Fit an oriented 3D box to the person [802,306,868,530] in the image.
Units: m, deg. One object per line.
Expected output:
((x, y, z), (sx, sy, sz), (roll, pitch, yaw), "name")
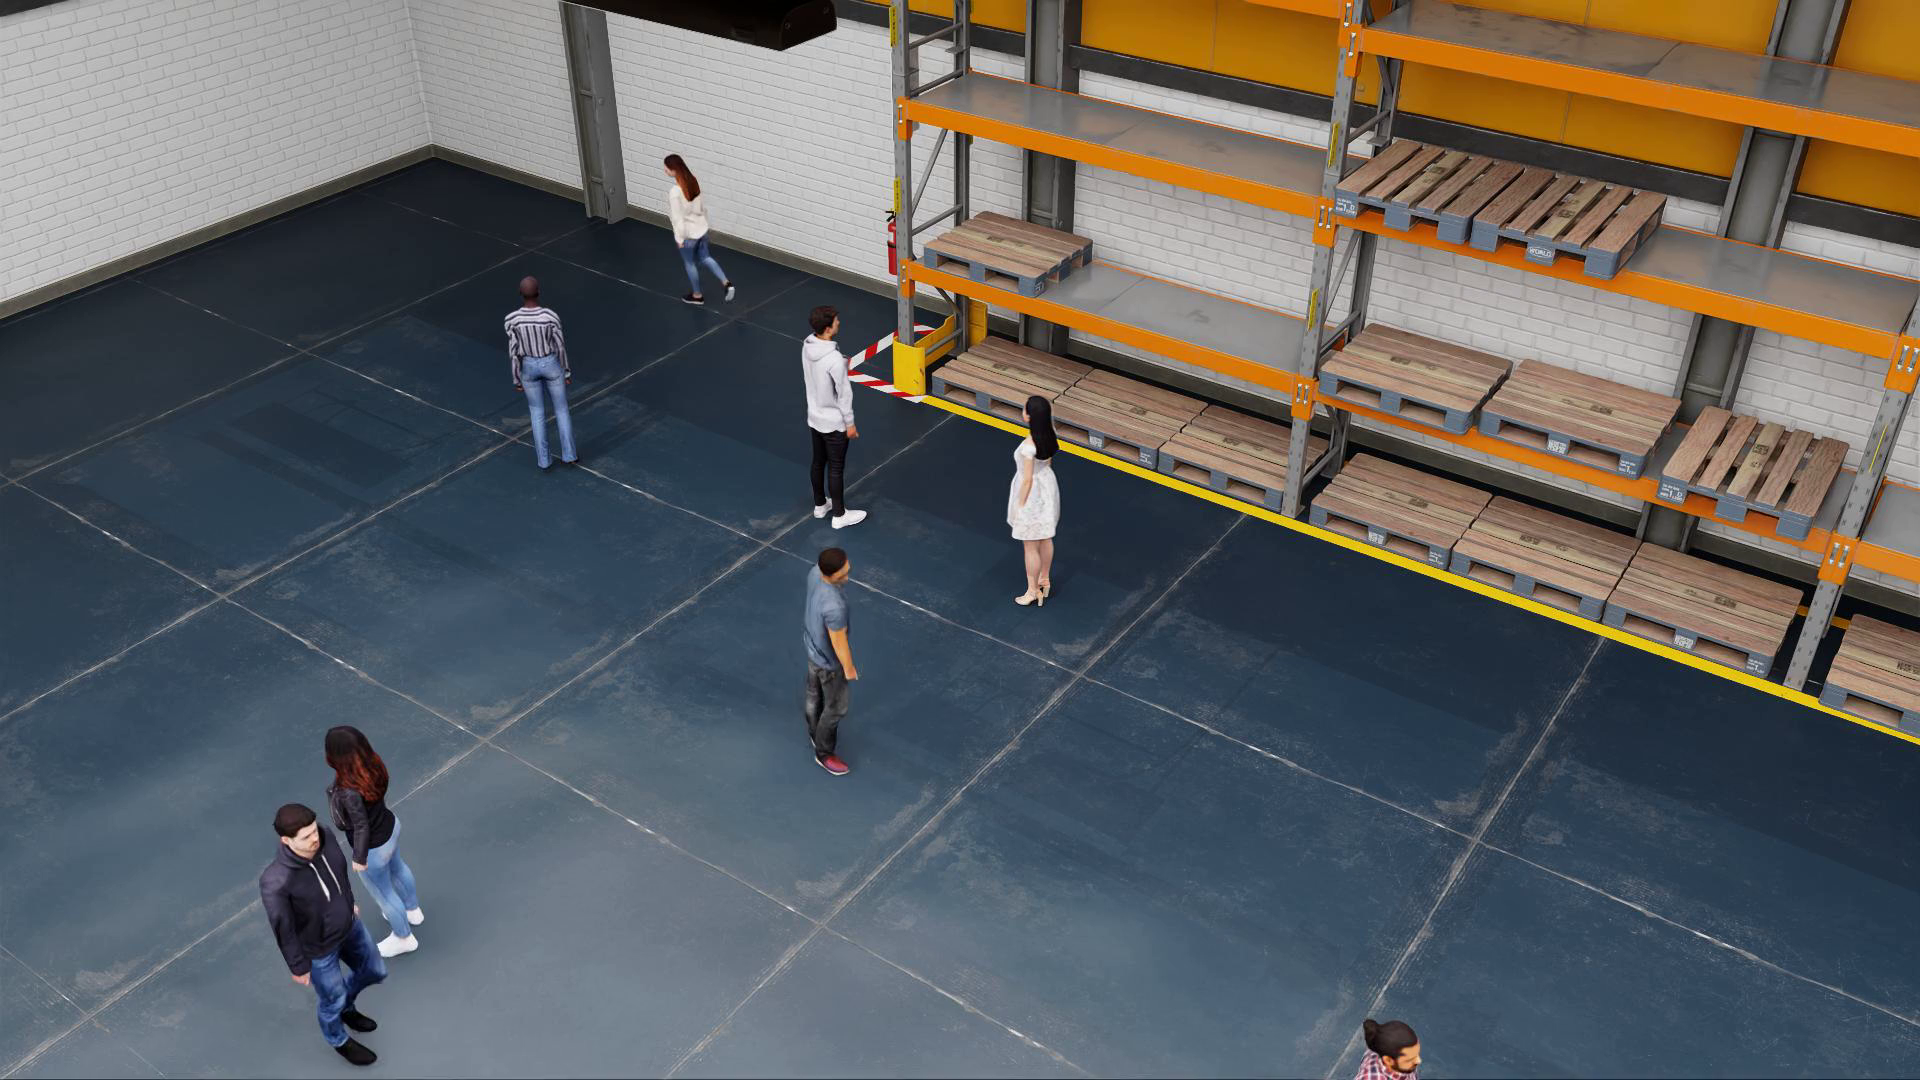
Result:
((-1.068, -0.999, 13.410), (0.792, 1.930, 0.611), (-27, 42, -34), "person")

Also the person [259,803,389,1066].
((-3.451, 2.069, 8.844), (0.761, 1.874, 0.772), (12, 35, 17), "person")

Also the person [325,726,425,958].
((-3.386, 1.714, 9.595), (0.760, 1.634, 0.732), (-1, 34, -1), "person")

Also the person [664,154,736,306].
((-2.643, -3.081, 16.783), (0.913, 1.663, 0.712), (21, 39, 29), "person")

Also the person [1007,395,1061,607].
((0.558, -0.287, 12.488), (0.628, 1.764, 0.648), (19, 38, 26), "person")

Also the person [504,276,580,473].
((-3.549, -1.399, 14.134), (0.708, 1.794, 0.762), (-6, 34, -10), "person")

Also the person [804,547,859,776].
((-0.924, 0.704, 10.996), (0.904, 1.766, 0.754), (-20, 39, -28), "person")

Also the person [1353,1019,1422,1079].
((1.875, 2.833, 7.806), (0.735, 1.750, 0.757), (15, 36, 21), "person")
